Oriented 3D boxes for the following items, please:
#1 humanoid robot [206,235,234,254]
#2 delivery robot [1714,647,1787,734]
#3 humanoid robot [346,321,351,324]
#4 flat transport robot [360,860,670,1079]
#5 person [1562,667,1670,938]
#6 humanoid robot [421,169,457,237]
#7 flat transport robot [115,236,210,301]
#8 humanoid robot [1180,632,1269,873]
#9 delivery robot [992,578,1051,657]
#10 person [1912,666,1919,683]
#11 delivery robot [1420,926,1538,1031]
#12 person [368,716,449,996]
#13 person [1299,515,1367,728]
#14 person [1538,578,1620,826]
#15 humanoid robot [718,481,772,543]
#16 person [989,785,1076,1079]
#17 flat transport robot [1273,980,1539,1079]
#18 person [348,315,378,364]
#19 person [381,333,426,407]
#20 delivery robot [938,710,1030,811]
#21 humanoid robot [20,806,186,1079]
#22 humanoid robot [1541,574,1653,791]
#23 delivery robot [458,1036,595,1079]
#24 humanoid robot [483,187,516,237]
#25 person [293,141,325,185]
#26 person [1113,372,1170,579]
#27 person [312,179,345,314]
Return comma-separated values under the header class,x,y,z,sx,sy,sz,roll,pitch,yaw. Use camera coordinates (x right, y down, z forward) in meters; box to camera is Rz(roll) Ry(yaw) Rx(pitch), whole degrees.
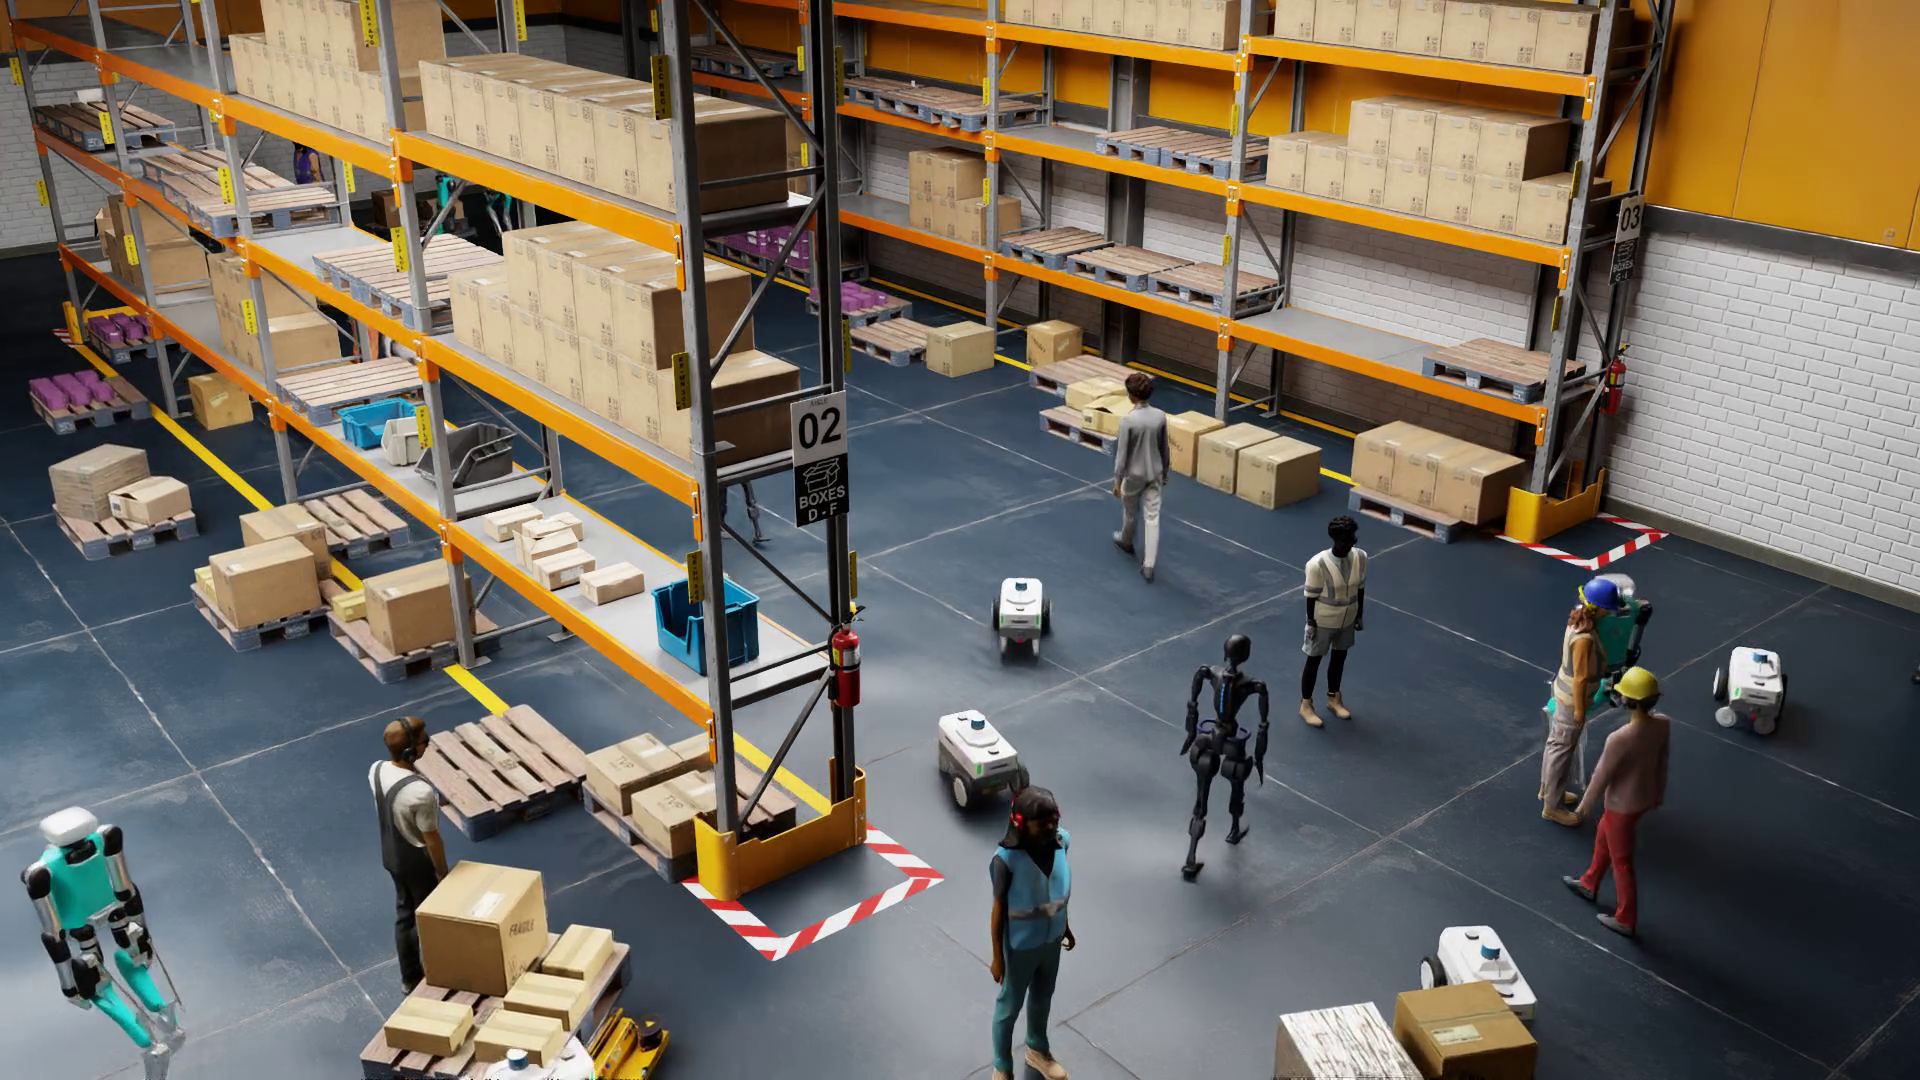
class,x,y,z,sx,sy,sz,roll,pitch,yaw
humanoid robot,-9.983,-3.833,22.750,0.608,1.640,0.495,-21,31,-40
delivery robot,6.068,1.113,12.729,0.514,0.614,0.786,9,25,20
humanoid robot,-8.317,-3.706,22.421,0.784,1.807,0.532,11,26,23
flat transport robot,-2.395,2.801,9.156,1.431,0.231,0.659,5,24,12
person,3.989,1.552,10.184,0.531,1.738,0.743,-16,28,-32
humanoid robot,-7.741,-4.527,24.400,0.797,1.880,0.557,-17,29,-35
flat transport robot,-11.521,-3.708,24.231,1.431,0.231,0.659,-10,25,-22
humanoid robot,1.698,1.355,10.805,0.602,1.630,0.786,13,26,27
delivery robot,0.510,0.606,13.901,0.499,0.612,0.805,1,23,3
person,7.816,0.265,12.950,0.547,1.924,0.387,13,26,27
delivery robot,2.974,2.523,9.430,0.499,0.587,0.789,-2,23,-4
person,-3.078,1.831,9.429,0.515,1.838,0.341,16,28,32
person,2.797,0.593,12.472,0.533,1.693,0.320,-10,25,-22
person,4.184,1.074,11.260,0.327,1.770,0.469,7,24,15
humanoid robot,-2.101,-0.735,15.593,0.600,1.632,0.726,-16,28,-33
person,0.368,2.105,8.754,0.540,1.864,0.372,-17,29,-34
flat transport robot,2.271,3.237,8.148,0.659,0.231,1.431,-5,24,-11
person,-7.156,-2.686,19.986,0.507,1.758,0.341,11,26,24
person,-6.273,-2.197,18.905,0.592,1.702,0.863,-11,26,-24
delivery robot,0.133,1.532,11.759,0.499,0.614,0.818,-10,25,-23
humanoid robot,-4.252,2.274,8.601,0.815,1.832,0.530,12,26,25
humanoid robot,4.320,0.960,11.581,0.545,1.768,0.800,-4,24,-8
delivery robot,-2.239,2.891,8.613,0.815,0.614,0.499,-15,27,-30
humanoid robot,-7.521,-5.713,27.049,0.546,1.810,0.774,-19,30,-38
person,-10.404,-5.640,26.627,0.547,1.920,0.429,16,28,32
person,1.640,-0.616,15.085,0.579,1.841,0.965,-6,24,-13
person,-8.754,-4.055,23.034,0.639,1.851,0.571,3,24,7
